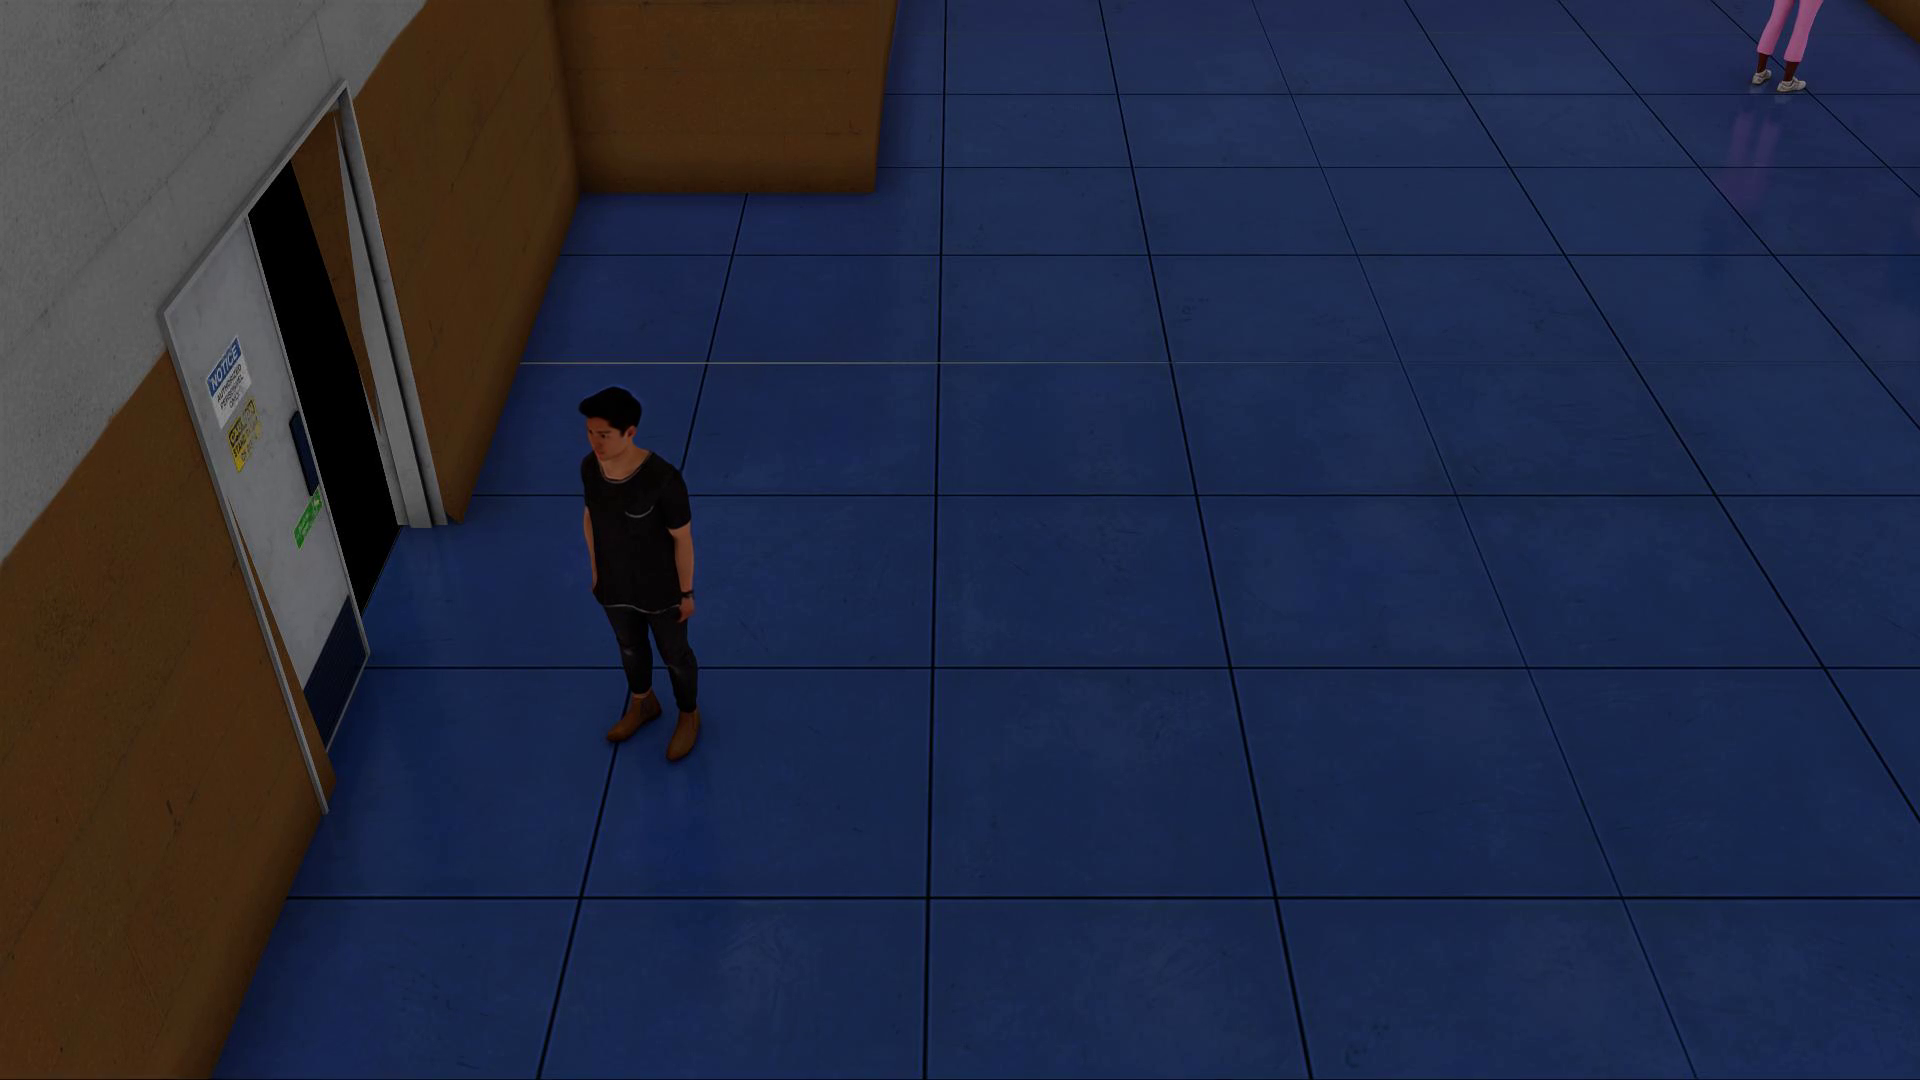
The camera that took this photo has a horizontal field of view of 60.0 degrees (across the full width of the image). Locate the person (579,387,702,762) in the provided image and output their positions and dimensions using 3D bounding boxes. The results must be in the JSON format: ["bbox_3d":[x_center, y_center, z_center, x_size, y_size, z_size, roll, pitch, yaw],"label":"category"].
[{"bbox_3d":[-1.262,0.130,6.609,0.627,1.715,0.763,15,40,19],"label":"person"}]

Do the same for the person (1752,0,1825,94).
[{"bbox_3d":[6.310,-4.228,12.393,0.696,1.742,0.656,-26,44,-30],"label":"person"}]
